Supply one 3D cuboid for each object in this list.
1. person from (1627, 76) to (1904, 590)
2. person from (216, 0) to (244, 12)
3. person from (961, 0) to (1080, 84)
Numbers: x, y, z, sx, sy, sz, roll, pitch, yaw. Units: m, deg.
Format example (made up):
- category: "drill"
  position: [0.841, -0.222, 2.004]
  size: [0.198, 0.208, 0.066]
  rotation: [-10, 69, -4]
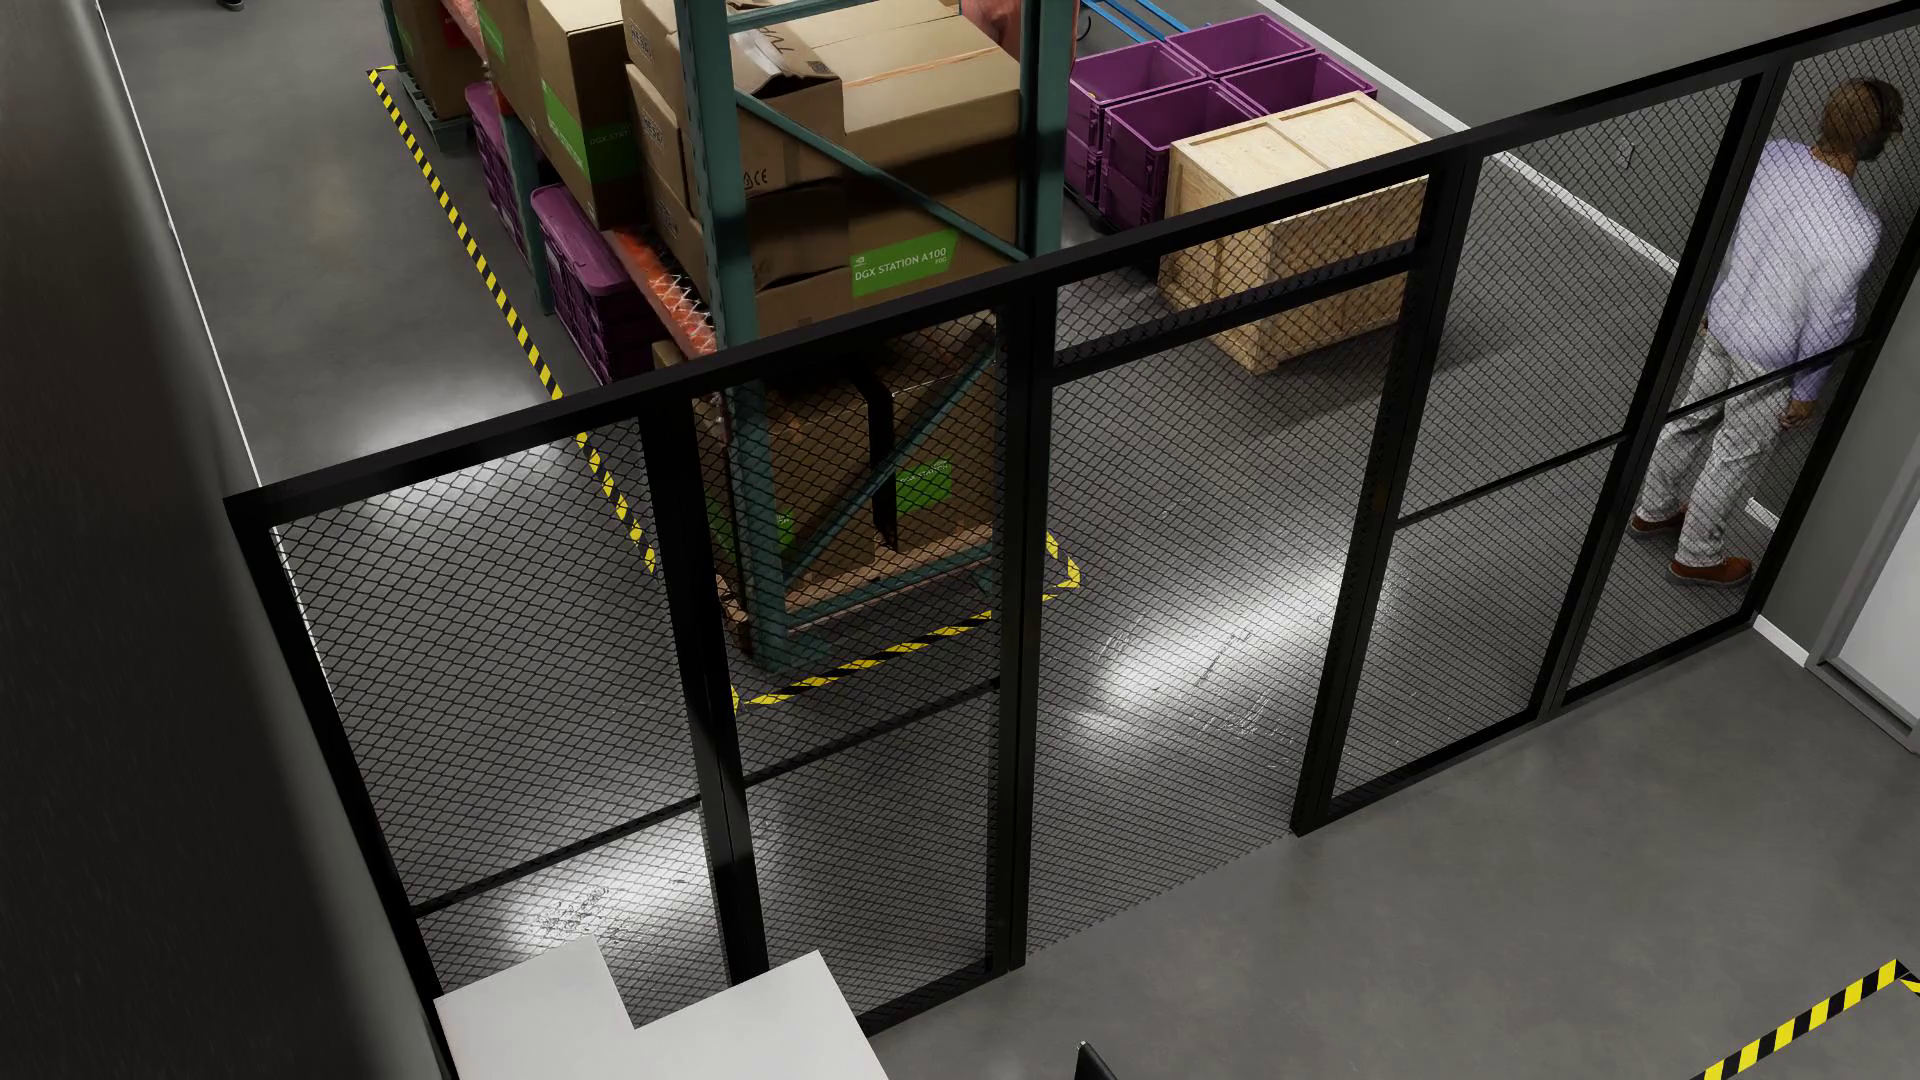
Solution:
- category: "person"
  position: [2.740, -0.673, 5.683]
  size: [0.356, 1.936, 0.635]
  rotation: [-8, 43, -9]
- category: "person"
  position: [-4.214, -3.899, 9.290]
  size: [0.602, 1.828, 0.404]
  rotation: [-25, 48, -25]
- category: "person"
  position: [0.226, -1.808, 6.882]
  size: [0.609, 1.995, 0.376]
  rotation: [-32, 51, -30]
